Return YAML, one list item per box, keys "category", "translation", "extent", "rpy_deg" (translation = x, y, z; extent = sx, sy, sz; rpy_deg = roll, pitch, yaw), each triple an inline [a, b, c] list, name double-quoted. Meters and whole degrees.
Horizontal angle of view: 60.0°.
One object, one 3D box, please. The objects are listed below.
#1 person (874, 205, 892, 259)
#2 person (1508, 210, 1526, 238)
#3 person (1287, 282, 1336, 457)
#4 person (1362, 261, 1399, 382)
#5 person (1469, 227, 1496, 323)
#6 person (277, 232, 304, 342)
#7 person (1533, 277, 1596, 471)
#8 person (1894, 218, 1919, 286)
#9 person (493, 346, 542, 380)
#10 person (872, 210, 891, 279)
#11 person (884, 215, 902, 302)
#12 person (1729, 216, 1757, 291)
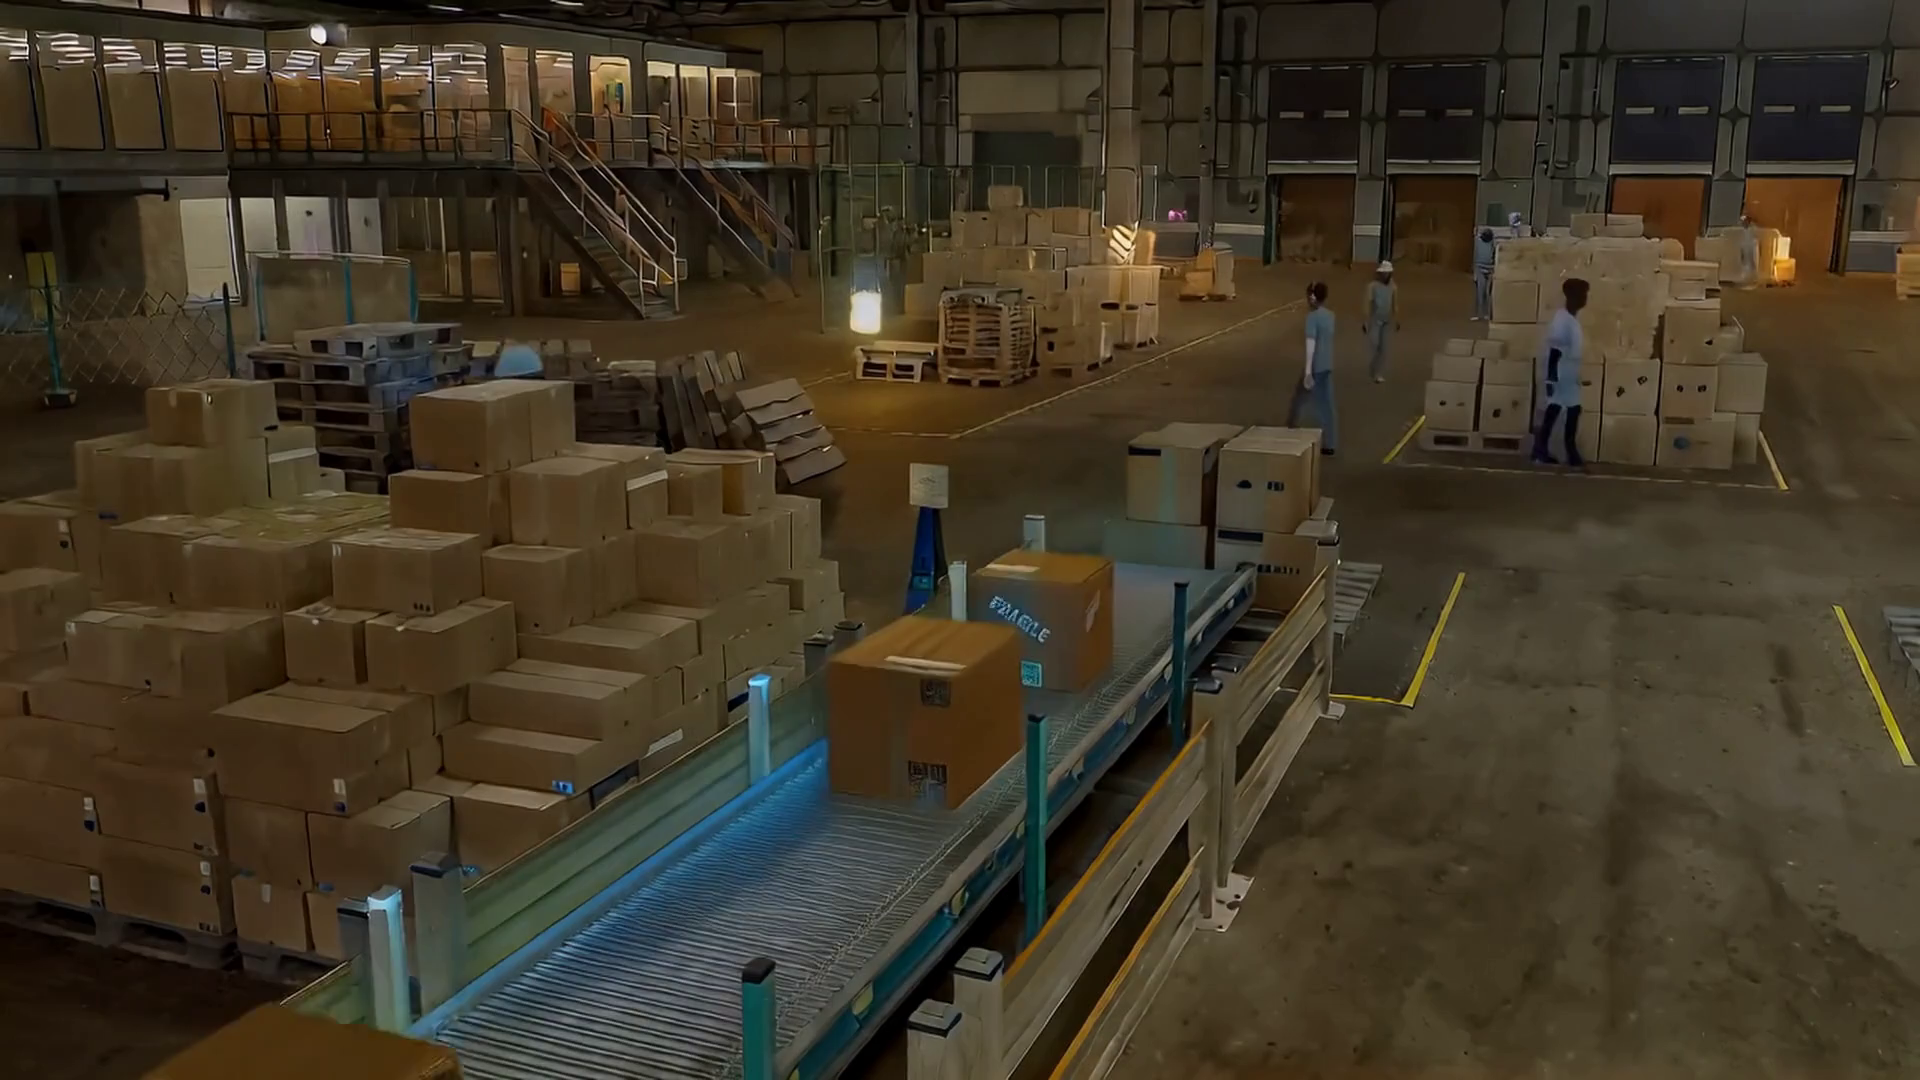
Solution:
- category: "person"
  translation: [-2.585, -10.403, 56.245]
  extent: [0.664, 1.816, 0.443]
  rpy_deg: [-3, 13, -12]
- category: "person"
  translation: [14.973, -7.907, 44.787]
  extent: [0.650, 1.929, 0.488]
  rpy_deg: [-8, 15, -33]
- category: "person"
  translation: [3.702, -1.822, 17.738]
  extent: [0.531, 1.826, 0.889]
  rpy_deg: [-10, 16, -37]
- category: "person"
  translation: [6.020, -3.107, 23.711]
  extent: [0.514, 1.722, 0.548]
  rpy_deg: [-2, 13, -10]
- category: "person"
  translation: [10.459, -5.264, 33.055]
  extent: [0.352, 1.881, 0.576]
  rpy_deg: [-8, 15, -32]
- category: "person"
  translation: [-11.824, -4.455, 29.346]
  extent: [0.594, 1.919, 0.388]
  rpy_deg: [12, 17, 43]
- category: "person"
  translation: [6.208, -1.667, 16.769]
  extent: [0.772, 1.940, 0.649]
  rpy_deg: [7, 14, 28]
- category: "person"
  translation: [24.204, -7.256, 42.195]
  extent: [0.628, 1.806, 0.946]
  rpy_deg: [-8, 15, -30]
- category: "person"
  translation: [-2.877, -0.306, 10.800]
  extent: [0.963, 1.891, 0.550]
  rpy_deg: [-6, 14, -26]
- category: "person"
  translation: [-2.181, -8.252, 46.453]
  extent: [0.560, 1.901, 0.794]
  rpy_deg: [-1, 13, -4]
- category: "person"
  translation: [-1.536, -6.460, 38.188]
  extent: [0.392, 1.985, 0.609]
  rpy_deg: [-3, 13, -12]
- category: "person"
  translation: [19.615, -7.135, 41.508]
  extent: [0.480, 1.856, 0.552]
  rpy_deg: [2, 13, 11]
